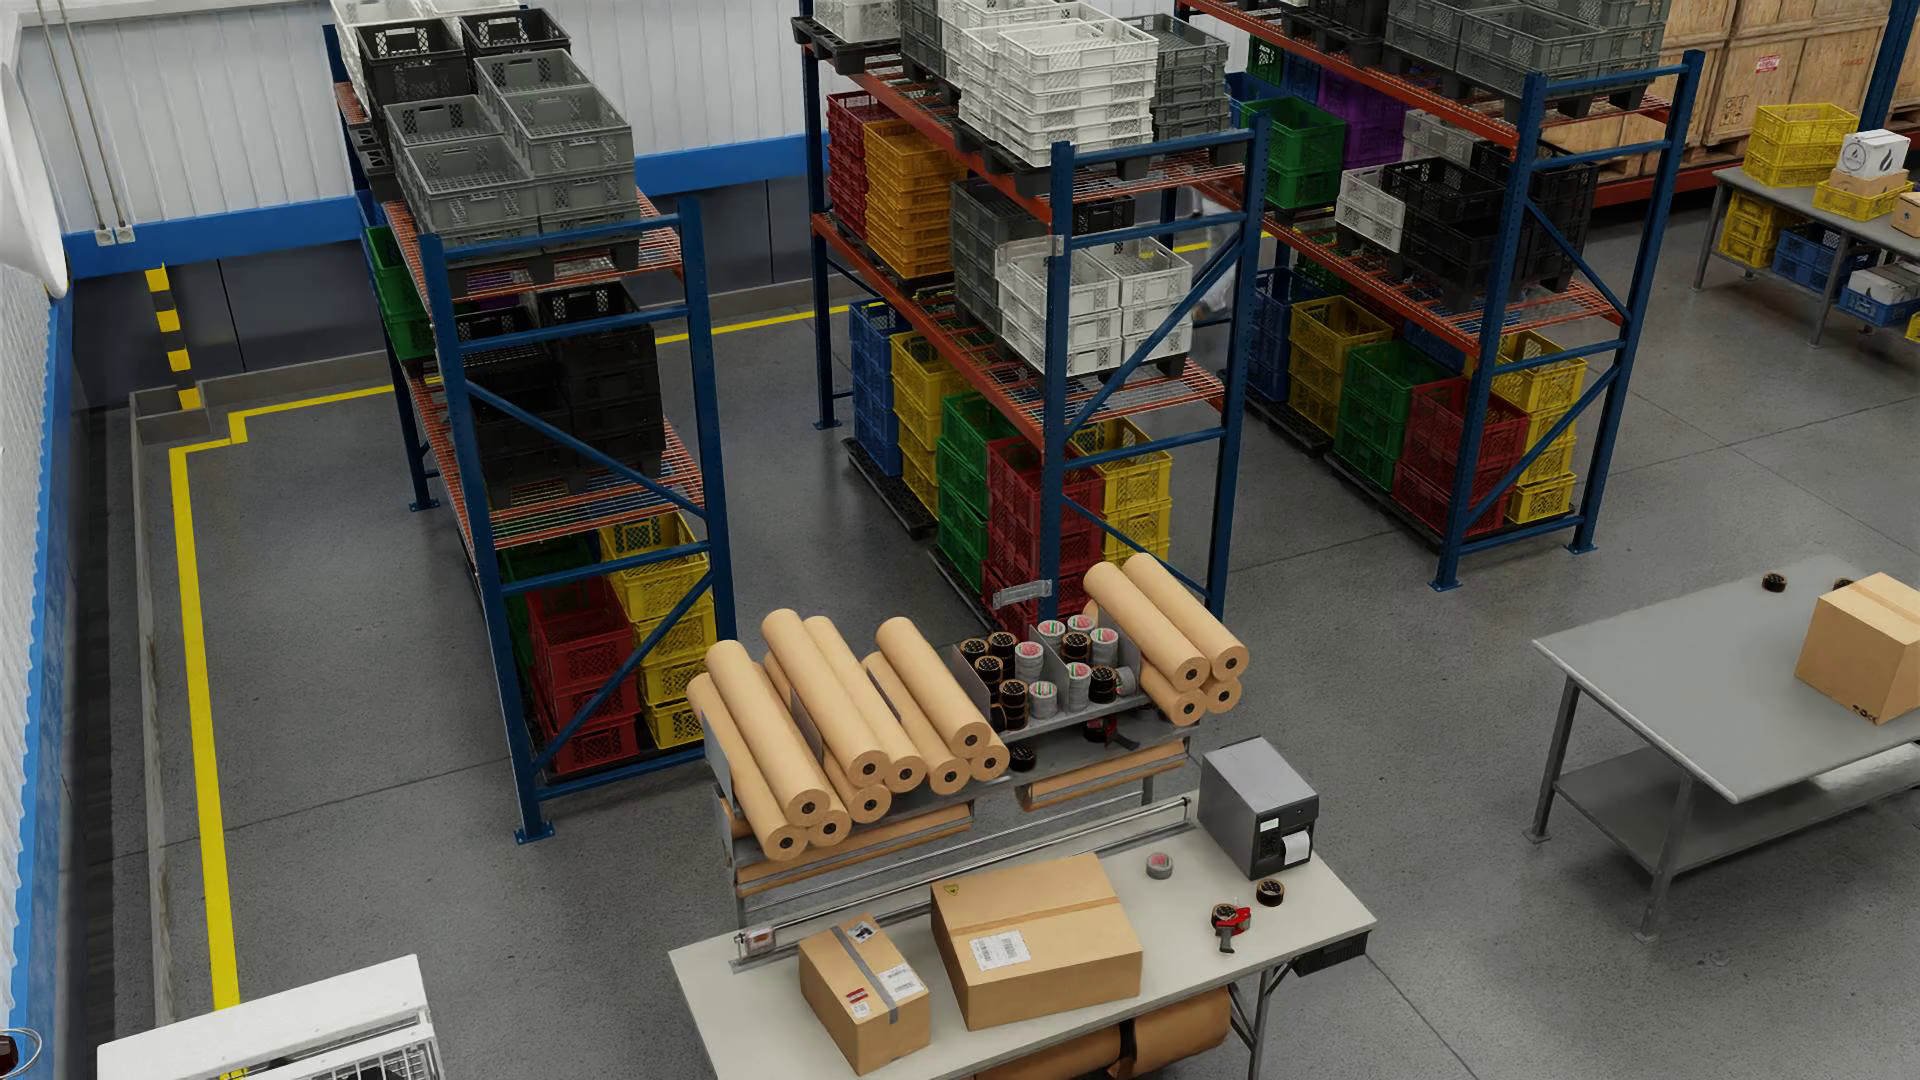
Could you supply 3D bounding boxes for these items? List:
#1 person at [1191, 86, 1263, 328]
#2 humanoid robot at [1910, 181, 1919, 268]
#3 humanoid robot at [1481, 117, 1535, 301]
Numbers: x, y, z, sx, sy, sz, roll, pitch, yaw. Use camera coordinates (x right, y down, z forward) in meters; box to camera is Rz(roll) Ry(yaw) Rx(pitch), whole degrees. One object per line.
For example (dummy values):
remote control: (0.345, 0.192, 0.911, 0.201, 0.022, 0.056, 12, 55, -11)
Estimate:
person: (1.931, -2.451, 12.429, 0.638, 1.868, 0.584, -25, 39, -34)
humanoid robot: (7.457, -2.508, 12.710, 0.367, 1.653, 0.604, 20, 37, 29)
humanoid robot: (4.186, -2.461, 12.629, 0.439, 1.647, 0.597, 16, 35, 25)
